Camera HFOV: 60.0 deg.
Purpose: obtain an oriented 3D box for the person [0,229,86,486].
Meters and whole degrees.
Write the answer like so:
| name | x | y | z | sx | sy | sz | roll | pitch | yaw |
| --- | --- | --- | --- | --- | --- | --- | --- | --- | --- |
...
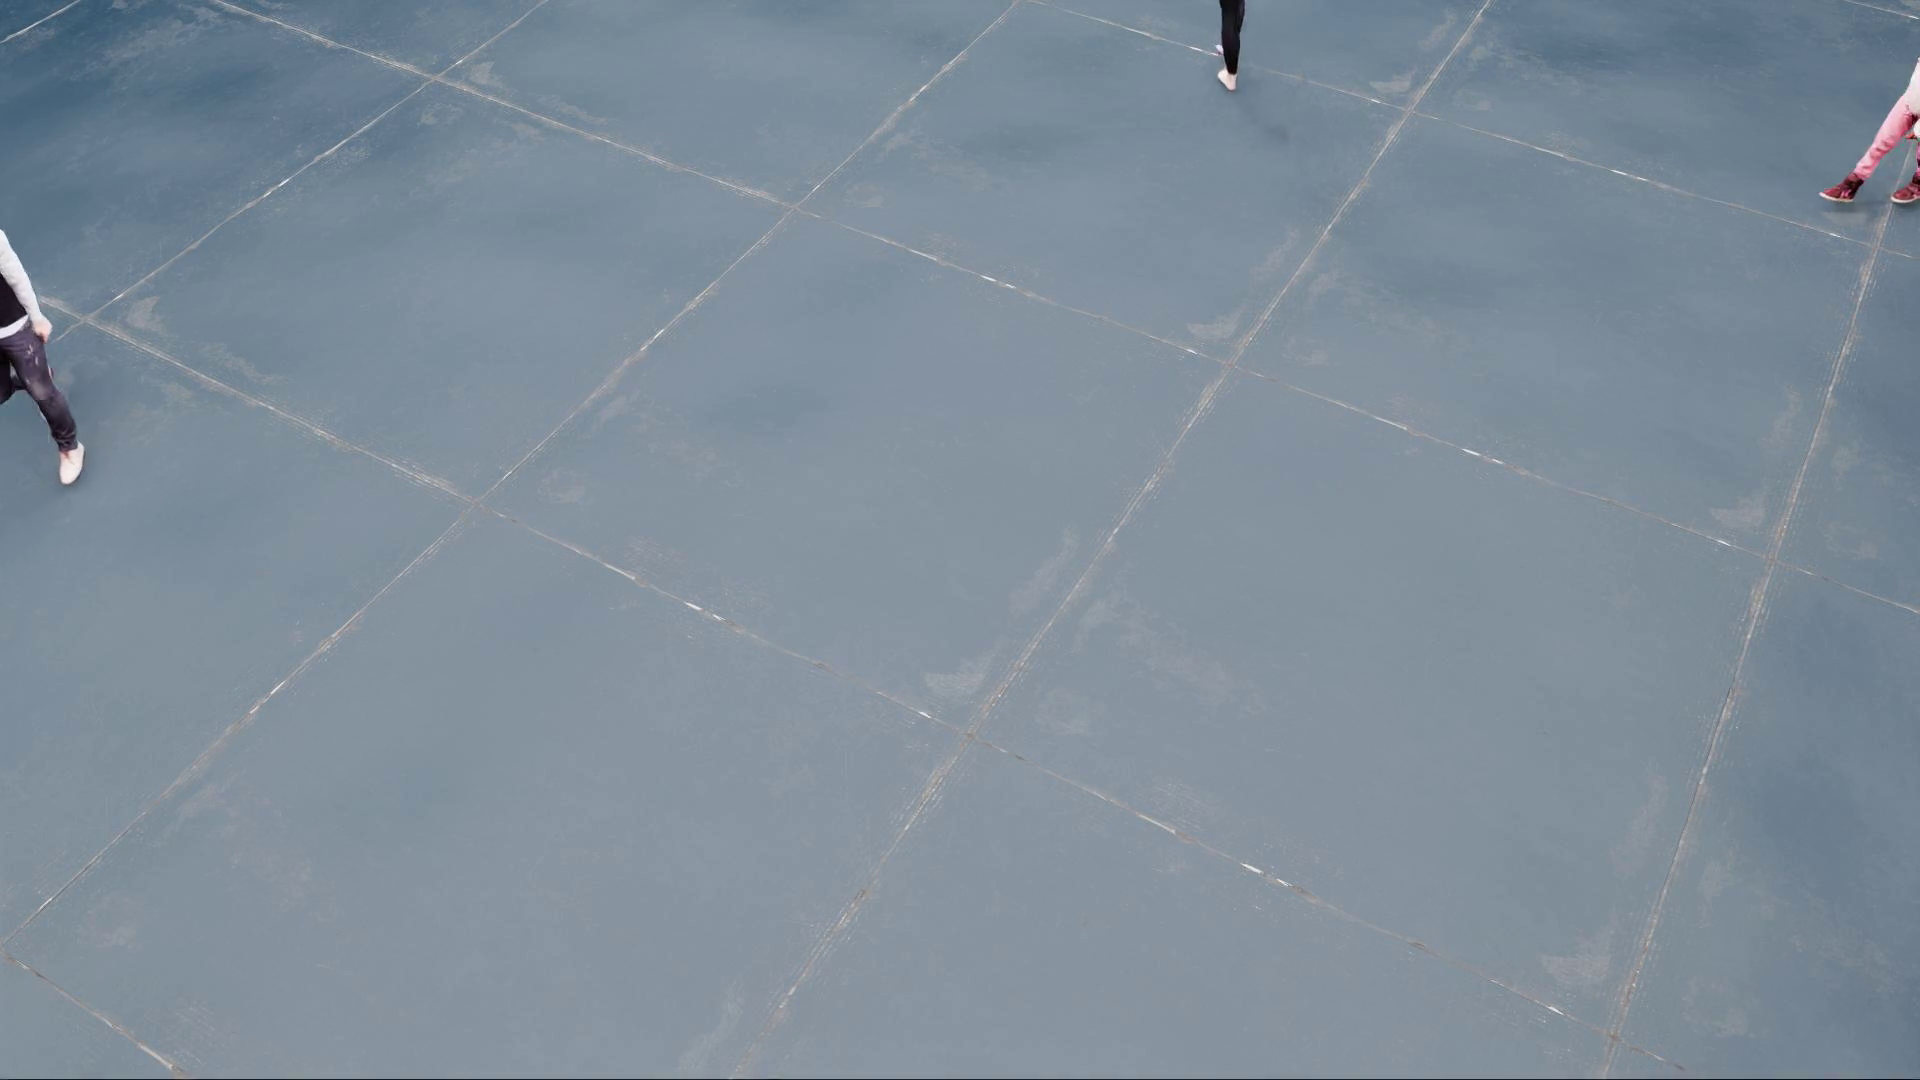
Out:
| name | x | y | z | sx | sy | sz | roll | pitch | yaw |
| --- | --- | --- | --- | --- | --- | --- | --- | --- | --- |
| person | -4.829 | -1.112 | 8.364 | 0.999 | 1.808 | 1.049 | -9 | 48 | -9 |

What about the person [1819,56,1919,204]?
| name | x | y | z | sx | sy | sz | roll | pitch | yaw |
| --- | --- | --- | --- | --- | --- | --- | --- | --- | --- |
| person | 5.888 | -2.626 | 10.035 | 0.979 | 1.411 | 0.963 | -15 | 49 | -13 |
